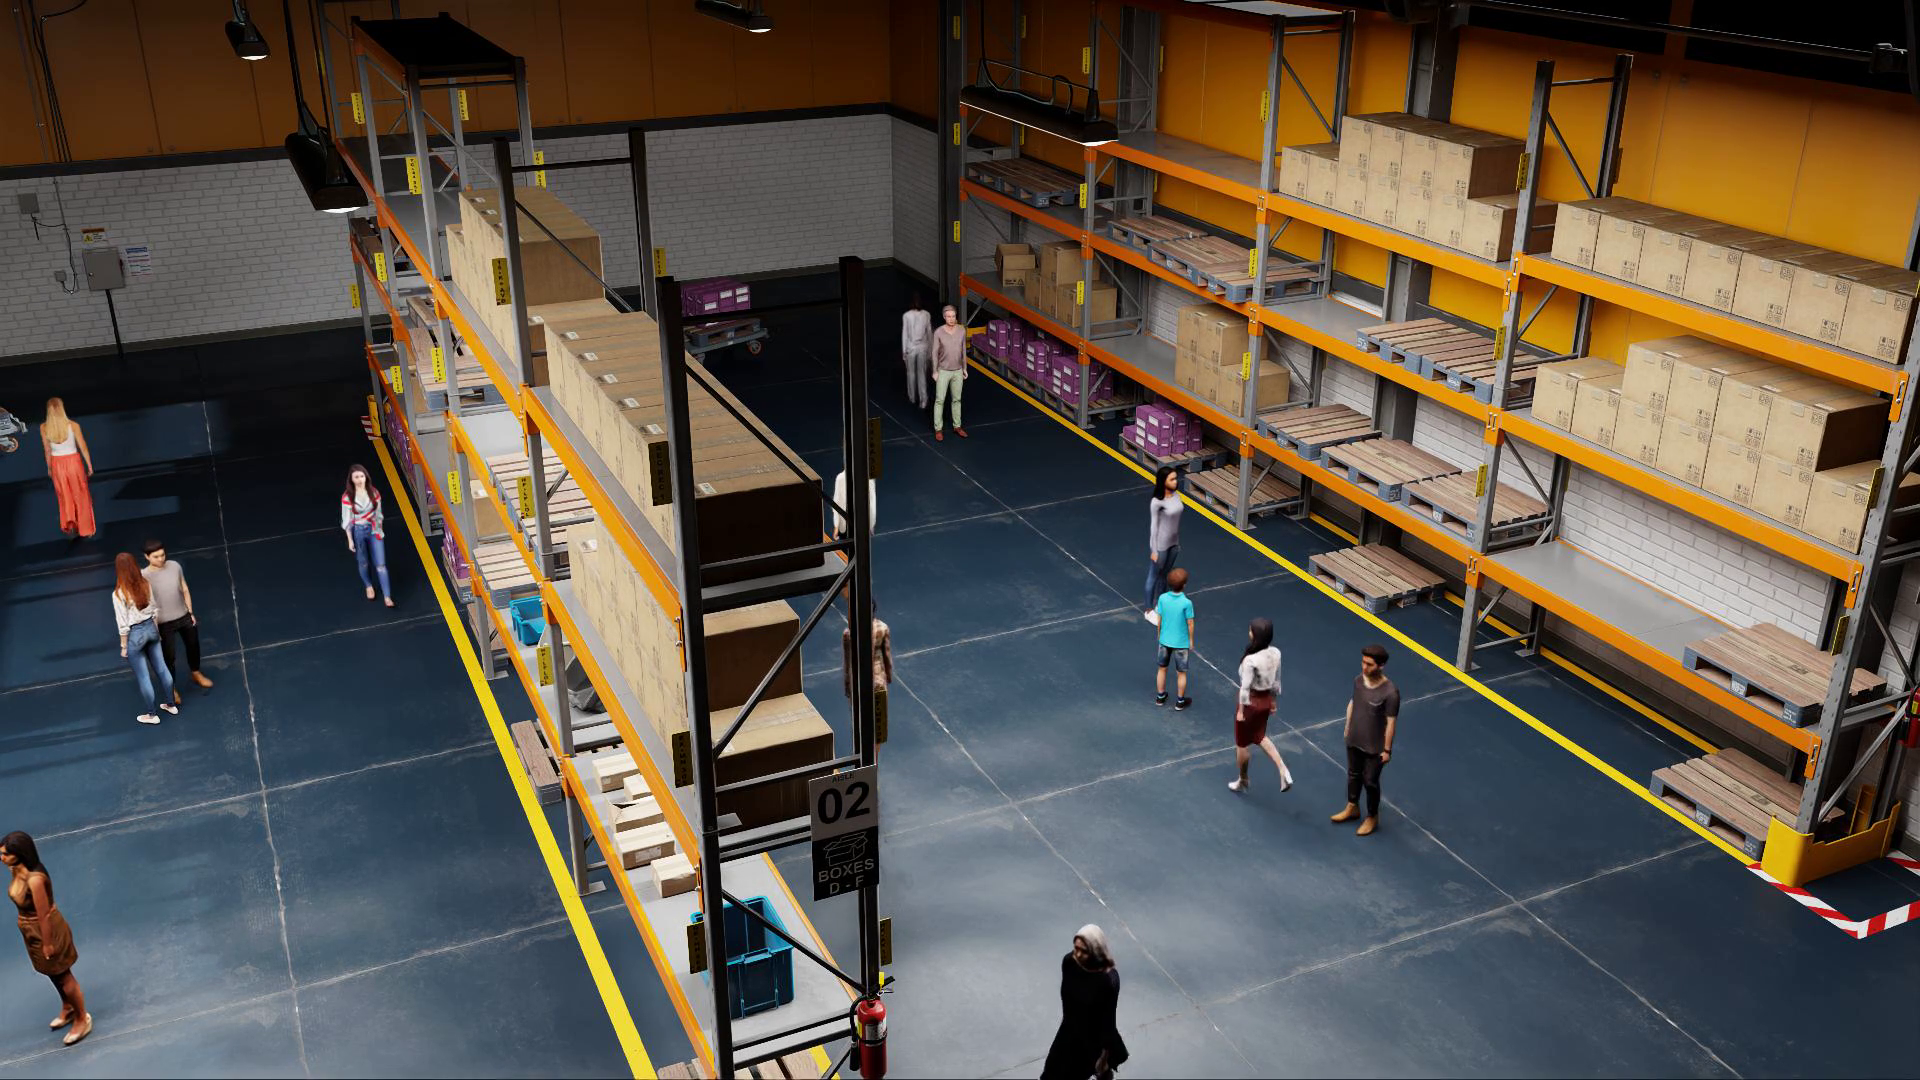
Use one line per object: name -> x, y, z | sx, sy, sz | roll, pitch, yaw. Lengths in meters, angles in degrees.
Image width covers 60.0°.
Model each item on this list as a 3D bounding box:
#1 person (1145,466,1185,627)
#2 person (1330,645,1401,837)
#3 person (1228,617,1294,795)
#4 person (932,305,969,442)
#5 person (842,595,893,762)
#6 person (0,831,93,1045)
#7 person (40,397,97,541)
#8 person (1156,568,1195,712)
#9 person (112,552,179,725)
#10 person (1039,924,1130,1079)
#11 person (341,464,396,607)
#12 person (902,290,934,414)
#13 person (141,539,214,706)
person -> 2.152, 0.036, 17.654 | 0.655, 1.735, 0.680 | 21, 31, 39
person -> 3.458, 1.649, 13.988 | 0.730, 1.714, 0.555 | -15, 28, -30
person -> 2.597, 1.493, 14.319 | 0.765, 1.736, 0.954 | -20, 31, -38
person -> -0.145, -2.322, 22.873 | 0.681, 1.874, 0.589 | -9, 25, -20
person -> -0.809, 1.341, 14.669 | 0.822, 1.733, 1.163 | -4, 24, -8
person -> -6.348, 2.733, 11.543 | 0.583, 1.686, 0.694 | 18, 29, 35
person -> -10.460, -0.784, 19.457 | 0.768, 1.792, 0.882 | -4, 24, -10
person -> 2.055, 0.938, 15.944 | 0.575, 1.450, 0.657 | 13, 27, 26
person -> -7.710, 0.911, 15.659 | 0.684, 1.728, 0.651 | 11, 26, 24
person -> 0.857, 3.158, 10.567 | 1.156, 1.690, 1.042 | 16, 28, 32
person -> -6.487, -0.067, 18.077 | 0.606, 1.583, 0.927 | -12, 26, -25
person -> -0.595, -2.663, 23.830 | 0.830, 1.733, 1.174 | -3, 24, -7
person -> -7.632, 0.742, 16.075 | 0.766, 1.705, 0.773 | 20, 31, 38
